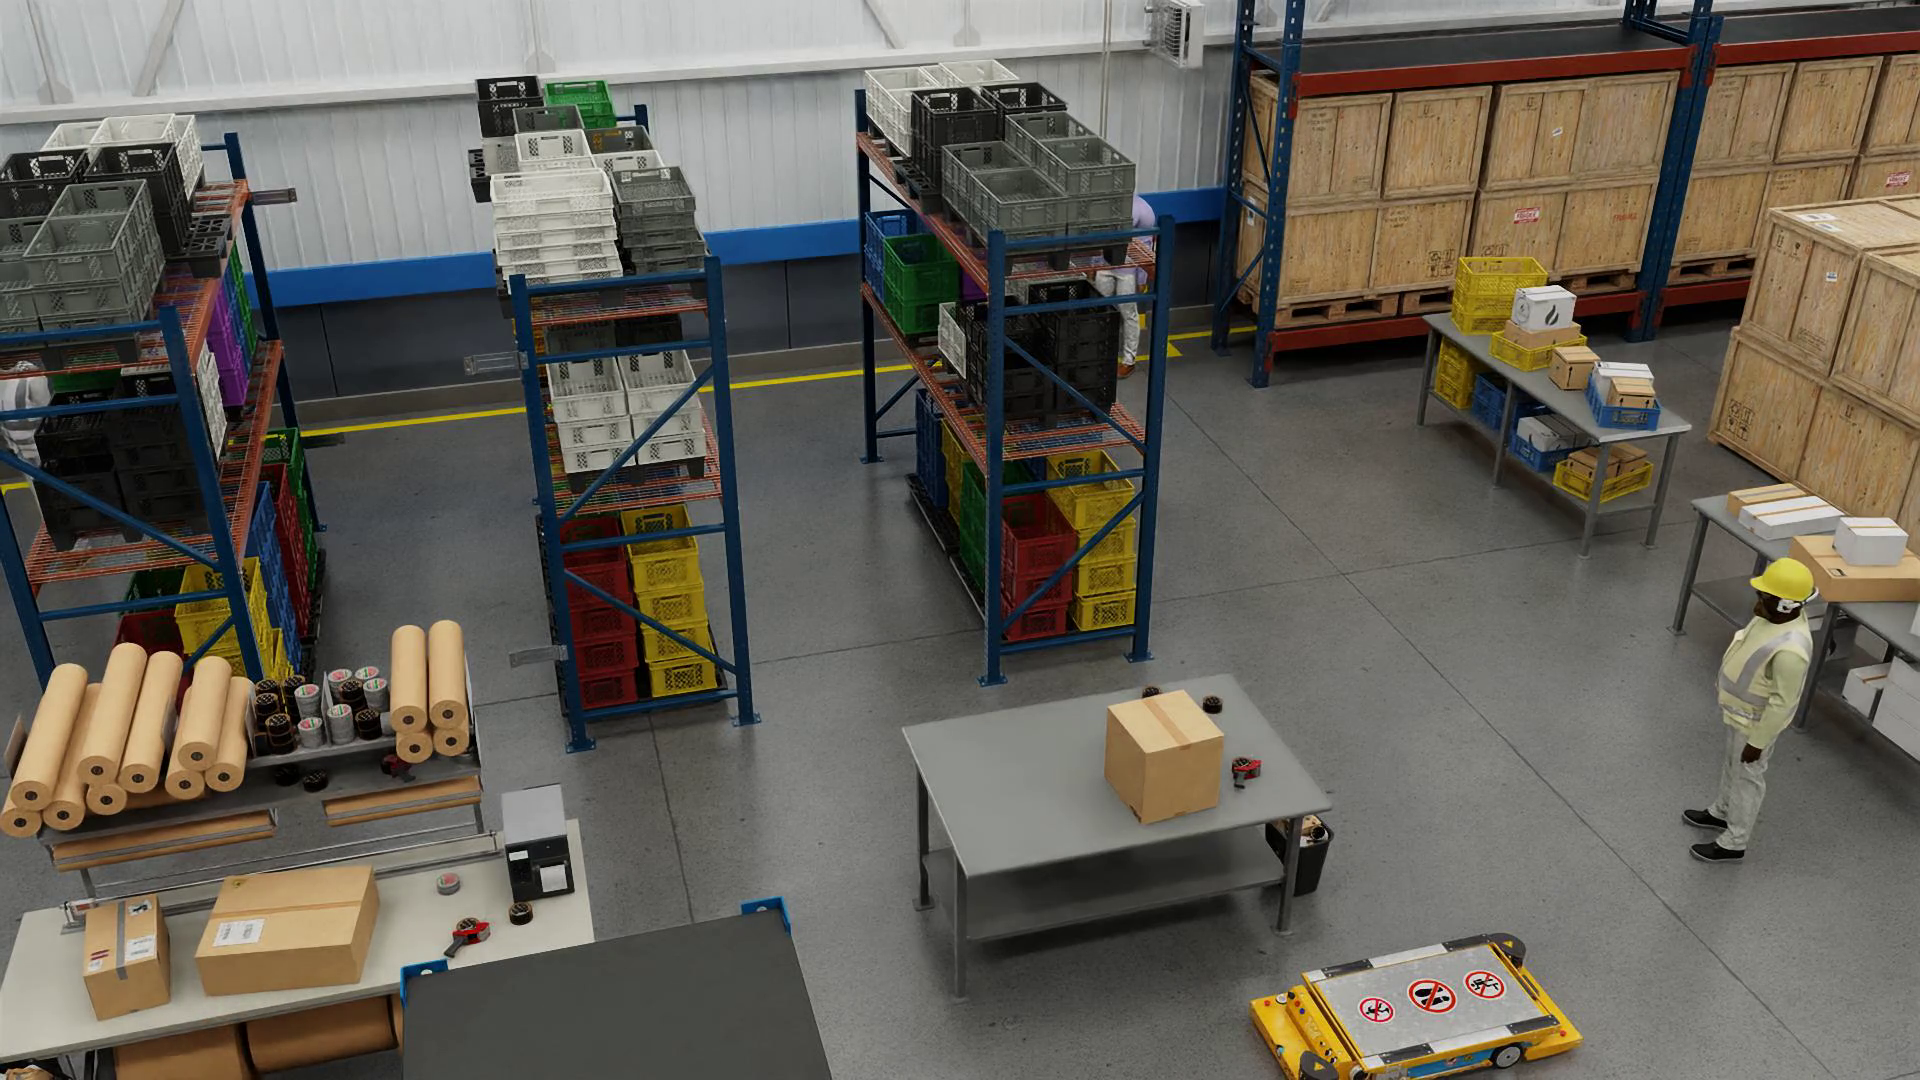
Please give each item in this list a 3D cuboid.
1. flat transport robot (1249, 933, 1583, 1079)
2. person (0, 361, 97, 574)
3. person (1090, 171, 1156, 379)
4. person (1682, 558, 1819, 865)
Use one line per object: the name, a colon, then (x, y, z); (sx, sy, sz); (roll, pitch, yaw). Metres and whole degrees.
flat transport robot: (2.184, 2.282, 7.980); (1.431, 0.197, 0.652); (-8, 30, -14)
person: (-6.479, -0.646, 11.648); (0.575, 1.882, 0.360); (16, 33, 27)
person: (1.420, -2.392, 14.779); (0.625, 1.933, 0.375); (23, 36, 35)
person: (4.223, 0.908, 8.869); (0.403, 1.835, 0.588); (8, 30, 14)
